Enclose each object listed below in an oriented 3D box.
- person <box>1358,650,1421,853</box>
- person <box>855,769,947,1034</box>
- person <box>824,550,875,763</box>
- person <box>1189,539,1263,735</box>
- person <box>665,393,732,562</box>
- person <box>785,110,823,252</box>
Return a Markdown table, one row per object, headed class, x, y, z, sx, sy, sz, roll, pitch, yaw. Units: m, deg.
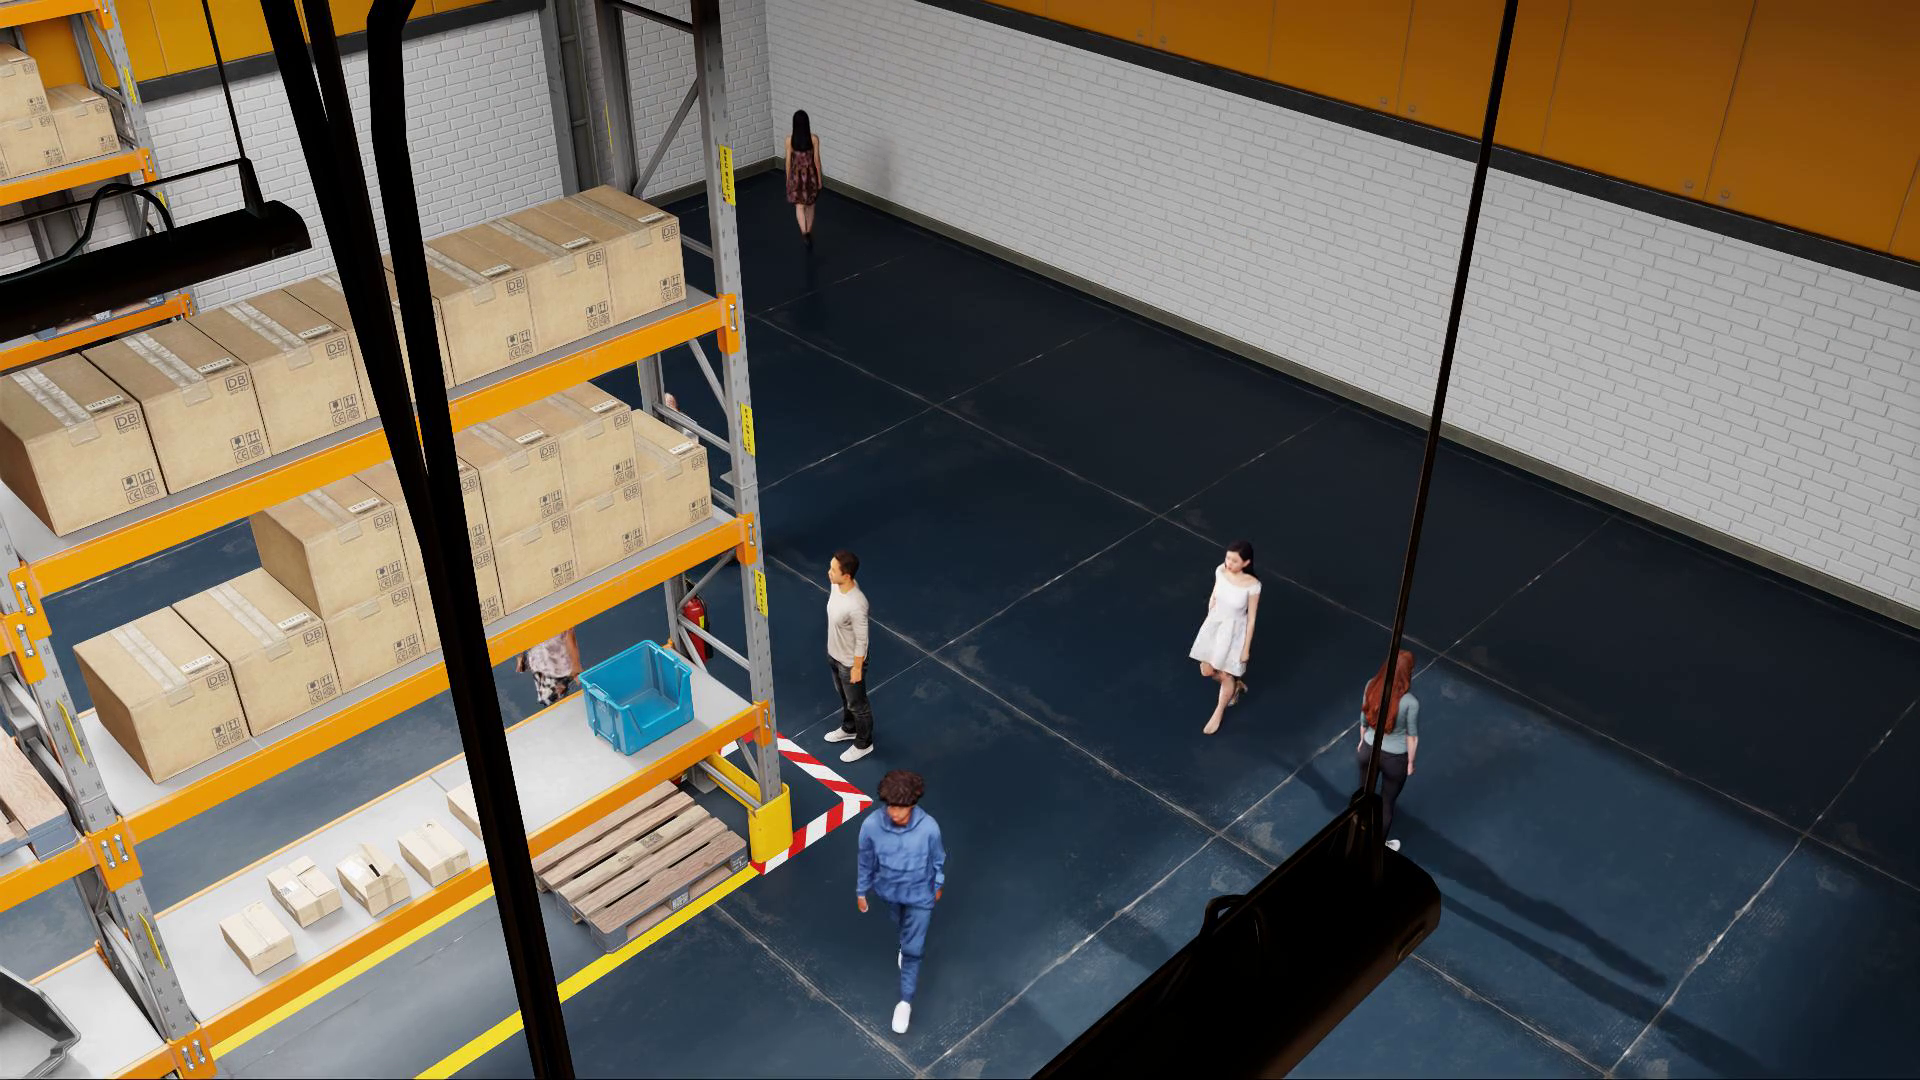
| class | x | y | z | sx | sy | sz | roll | pitch | yaw |
| --- | --- | --- | --- | --- | --- | --- | --- | --- | --- |
| person | 2.911 | 1.476 | 11.413 | 0.573 | 1.742 | 0.530 | 28 | 43 | 35 |
| person | -0.337 | 2.109 | 10.438 | 1.085 | 1.767 | 1.252 | 7 | 34 | 10 |
| person | -0.816 | 0.836 | 12.313 | 0.659 | 1.812 | 0.721 | -15 | 37 | -22 |
| person | 2.079 | 0.708 | 12.549 | 0.626 | 1.764 | 0.760 | 29 | 43 | 36 |
| person | -2.358 | -0.460 | 14.290 | 1.085 | 1.781 | 0.822 | -20 | 38 | -27 |
| person | -1.872 | -4.279 | 20.062 | 1.104 | 1.752 | 1.066 | -6 | 34 | -8 |
